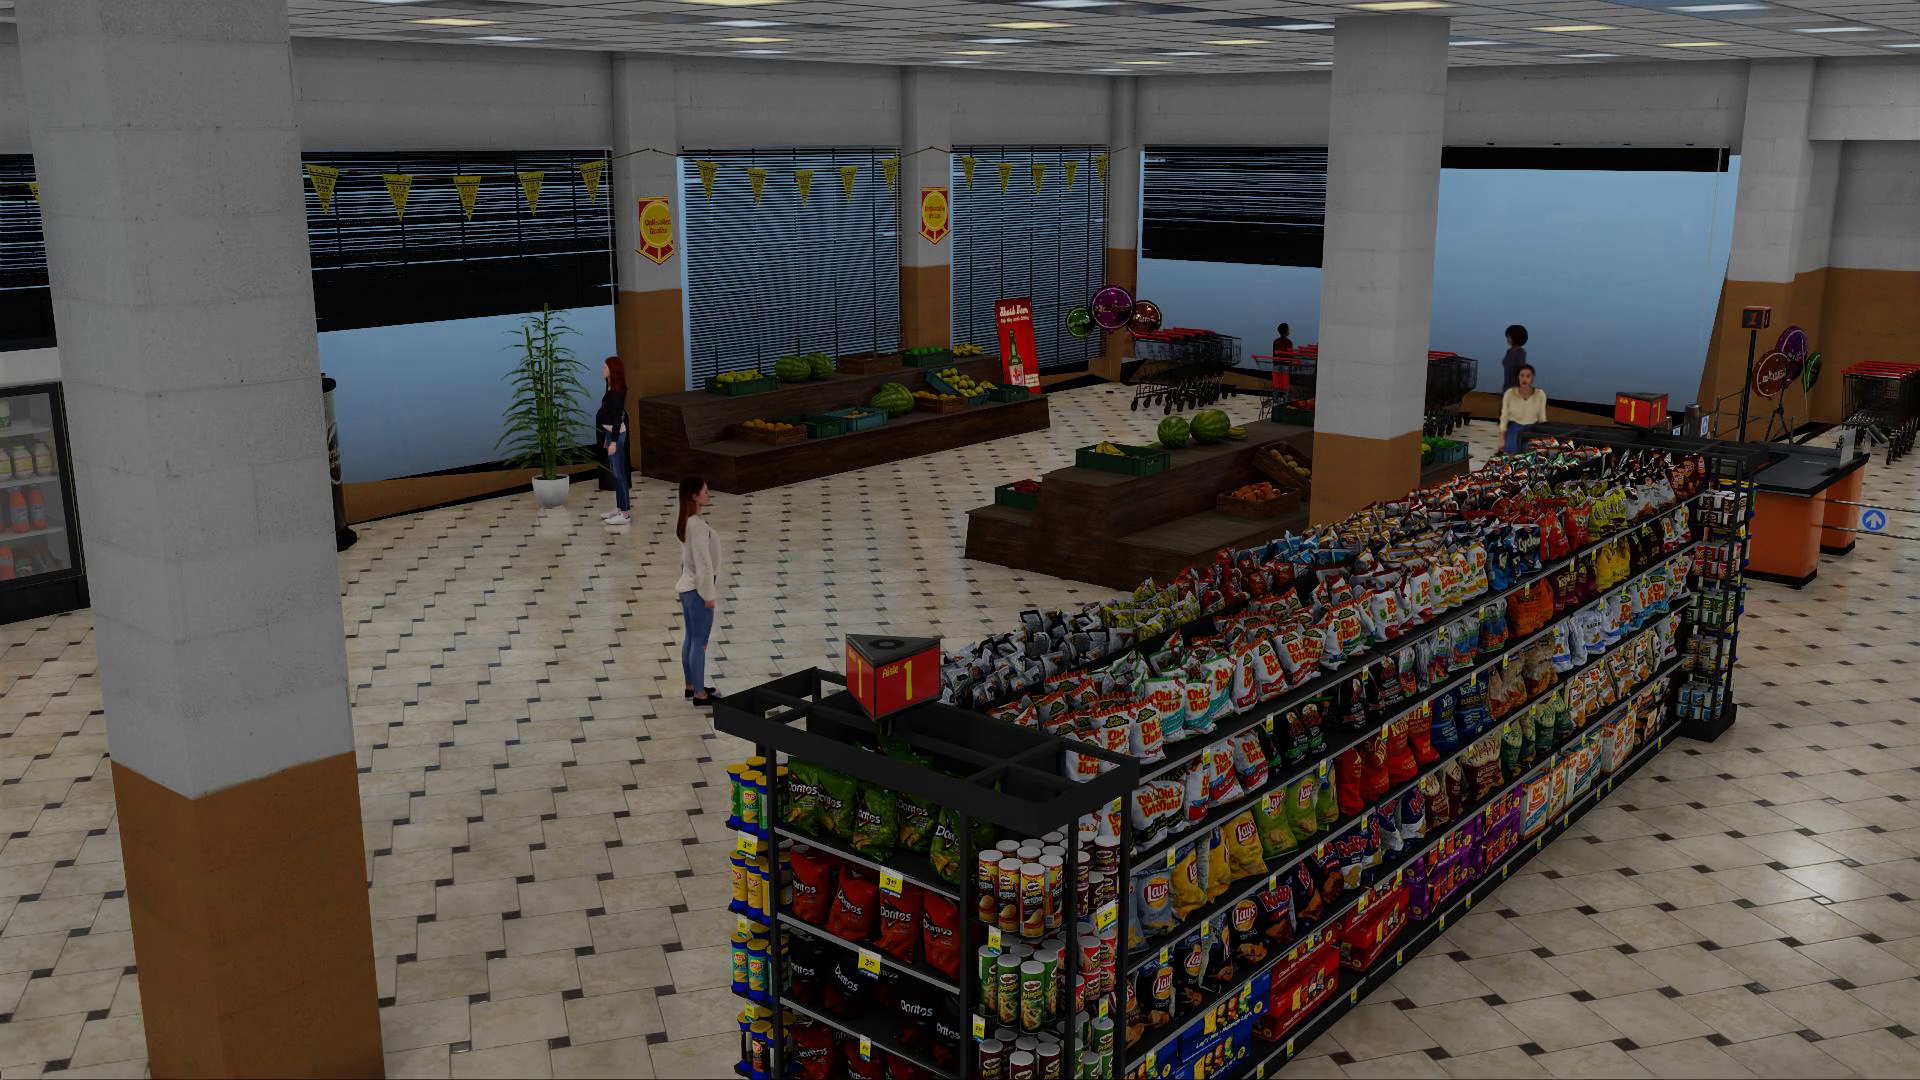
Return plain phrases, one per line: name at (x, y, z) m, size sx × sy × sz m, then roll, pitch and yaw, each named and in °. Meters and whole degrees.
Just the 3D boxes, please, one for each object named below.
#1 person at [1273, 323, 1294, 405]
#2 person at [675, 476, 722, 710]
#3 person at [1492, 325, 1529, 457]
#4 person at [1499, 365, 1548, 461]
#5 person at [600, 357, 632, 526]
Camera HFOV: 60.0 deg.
person at (4.988, -2.727, 25.702) m, size 0.505 × 1.256 × 0.490 m, roll 12°, pitch 18°, yaw 41°
person at (-1.899, 0.369, 12.012) m, size 0.705 × 1.692 × 0.701 m, roll -5°, pitch 15°, yaw -21°
person at (7.183, -1.891, 21.328) m, size 1.035 × 1.693 × 0.912 m, roll -4°, pitch 14°, yaw -14°
person at (6.170, -1.116, 18.262) m, size 0.719 × 1.632 × 0.690 m, roll 4°, pitch 14°, yaw 16°
person at (-3.680, -1.070, 17.742) m, size 0.695 × 1.787 × 0.666 m, roll -5°, pitch 14°, yaw -19°
